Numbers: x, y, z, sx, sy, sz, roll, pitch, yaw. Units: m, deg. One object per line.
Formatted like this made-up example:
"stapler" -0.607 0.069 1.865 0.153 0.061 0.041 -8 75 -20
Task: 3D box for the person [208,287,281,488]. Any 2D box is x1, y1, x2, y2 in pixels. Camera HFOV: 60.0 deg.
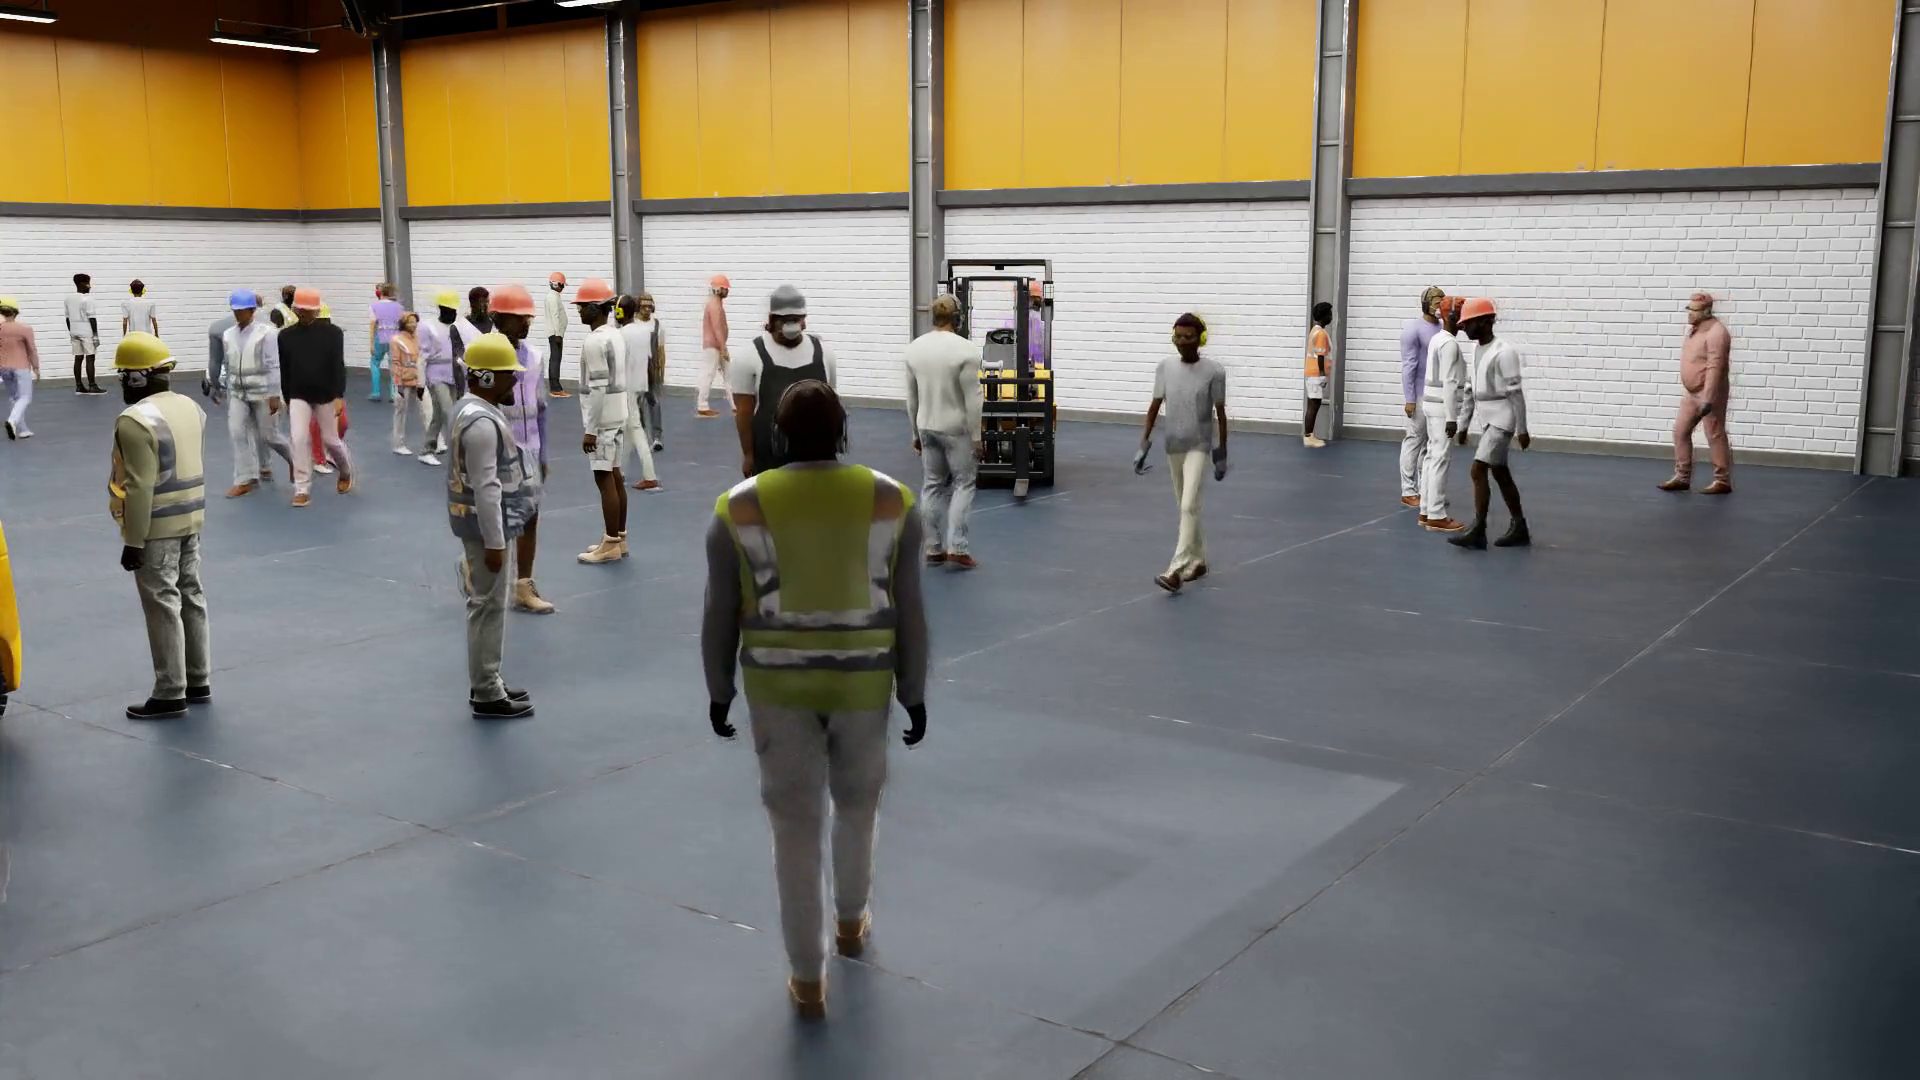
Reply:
"person" -6.896 -1.471 16.055 0.646 1.899 0.929 -6 11 -30

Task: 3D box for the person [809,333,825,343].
"person" -1.193 -0.766 12.667 0.658 1.611 0.537 -4 10 -23

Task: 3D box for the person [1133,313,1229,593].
"person" 1.444 -0.571 10.937 0.540 1.819 0.976 7 12 36

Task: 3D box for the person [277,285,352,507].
"person" -5.763 -1.301 14.883 0.611 1.960 0.839 -1 10 -4

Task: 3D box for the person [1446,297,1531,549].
"person" 3.980 -0.871 12.493 0.831 1.882 0.560 -1 10 -7

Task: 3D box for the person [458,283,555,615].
"person" -2.780 -0.553 10.175 0.573 2.030 0.617 7 12 34

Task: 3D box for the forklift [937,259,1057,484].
"forklift" 0.370 -1.738 16.759 1.214 2.155 2.313 1 10 3

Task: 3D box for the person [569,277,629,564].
"person" -2.579 -0.849 11.913 0.378 2.044 0.607 0 10 2

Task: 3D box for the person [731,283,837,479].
"person" -1.073 -0.598 10.422 0.688 2.000 0.538 -3 10 -18

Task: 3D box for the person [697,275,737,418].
"person" -3.235 -2.655 22.899 0.902 1.957 0.652 0 10 -3

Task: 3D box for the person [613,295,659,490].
"person" -3.207 -1.392 15.751 0.886 1.831 0.545 6 11 31

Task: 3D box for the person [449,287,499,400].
"person" -4.646 -1.485 16.086 0.393 1.915 0.591 6 11 32

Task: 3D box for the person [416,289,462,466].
"person" -5.340 -1.674 17.364 1.029 1.859 0.603 5 11 29

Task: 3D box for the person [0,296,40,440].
"person" -11.416 -2.071 20.047 0.531 1.742 0.729 -1 10 -3

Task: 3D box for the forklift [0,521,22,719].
"forklift" -5.296 -0.090 6.943 1.214 2.155 2.313 7 12 35

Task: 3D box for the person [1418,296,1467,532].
"person" 3.898 -1.014 13.371 0.349 1.882 0.577 1 10 5

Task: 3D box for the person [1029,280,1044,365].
"person" 0.870 -2.165 20.099 0.507 1.926 0.546 6 11 31

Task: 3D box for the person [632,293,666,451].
"person" -3.620 -1.926 19.102 0.514 1.796 0.983 -3 10 -15

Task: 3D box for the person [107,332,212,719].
"person" -3.806 -0.069 7.903 0.404 1.829 0.599 0 10 3

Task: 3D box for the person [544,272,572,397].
"person" -6.411 -3.267 26.480 0.389 1.986 0.608 -3 10 -18

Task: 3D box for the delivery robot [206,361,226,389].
"delivery robot" -11.789 -2.620 26.582 0.477 0.478 0.707 -7 13 -38

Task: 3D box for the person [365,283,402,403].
"person" -8.834 -3.009 25.424 0.753 1.817 0.610 8 12 39

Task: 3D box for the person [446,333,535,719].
"person" -2.217 -0.064 7.896 0.403 1.826 0.595 -3 10 -19

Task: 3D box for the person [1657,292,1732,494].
"person" 6.845 -1.340 15.352 0.731 1.873 0.656 -1 10 -6

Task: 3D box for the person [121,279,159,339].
"person" -12.966 -3.183 26.326 0.533 1.870 0.315 -5 11 -27

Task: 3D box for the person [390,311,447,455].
"person" -6.003 -1.713 18.359 0.834 1.593 0.536 5 11 29

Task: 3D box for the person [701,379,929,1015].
"person" -0.447 0.425 5.010 0.653 1.806 0.849 -2 10 -11

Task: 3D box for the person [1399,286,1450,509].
"person" 4.106 -1.246 14.589 0.631 1.940 0.372 -7 12 -37

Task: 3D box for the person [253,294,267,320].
"person" -11.927 -3.364 28.226 0.877 1.586 0.547 -8 12 -39

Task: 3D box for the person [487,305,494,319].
"person" -5.740 -2.131 20.752 0.463 1.622 0.538 -6 11 -33

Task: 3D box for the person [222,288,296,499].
"person" -6.470 -1.362 15.356 0.625 1.918 0.806 2 10 12

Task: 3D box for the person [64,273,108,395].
"person" -14.158 -3.321 26.871 0.608 1.963 0.369 4 10 22

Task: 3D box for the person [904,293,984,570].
"person" -0.103 -0.753 11.659 0.642 1.938 0.372 7 12 36

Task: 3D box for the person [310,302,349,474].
"person" -6.463 -1.536 16.878 0.390 1.750 0.530 7 12 37

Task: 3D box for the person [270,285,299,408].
"person" -9.632 -2.797 24.250 0.932 1.799 0.627 3 10 15

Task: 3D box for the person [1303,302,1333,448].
"person" 4.166 -1.916 19.325 0.321 1.695 0.533 1 10 7
